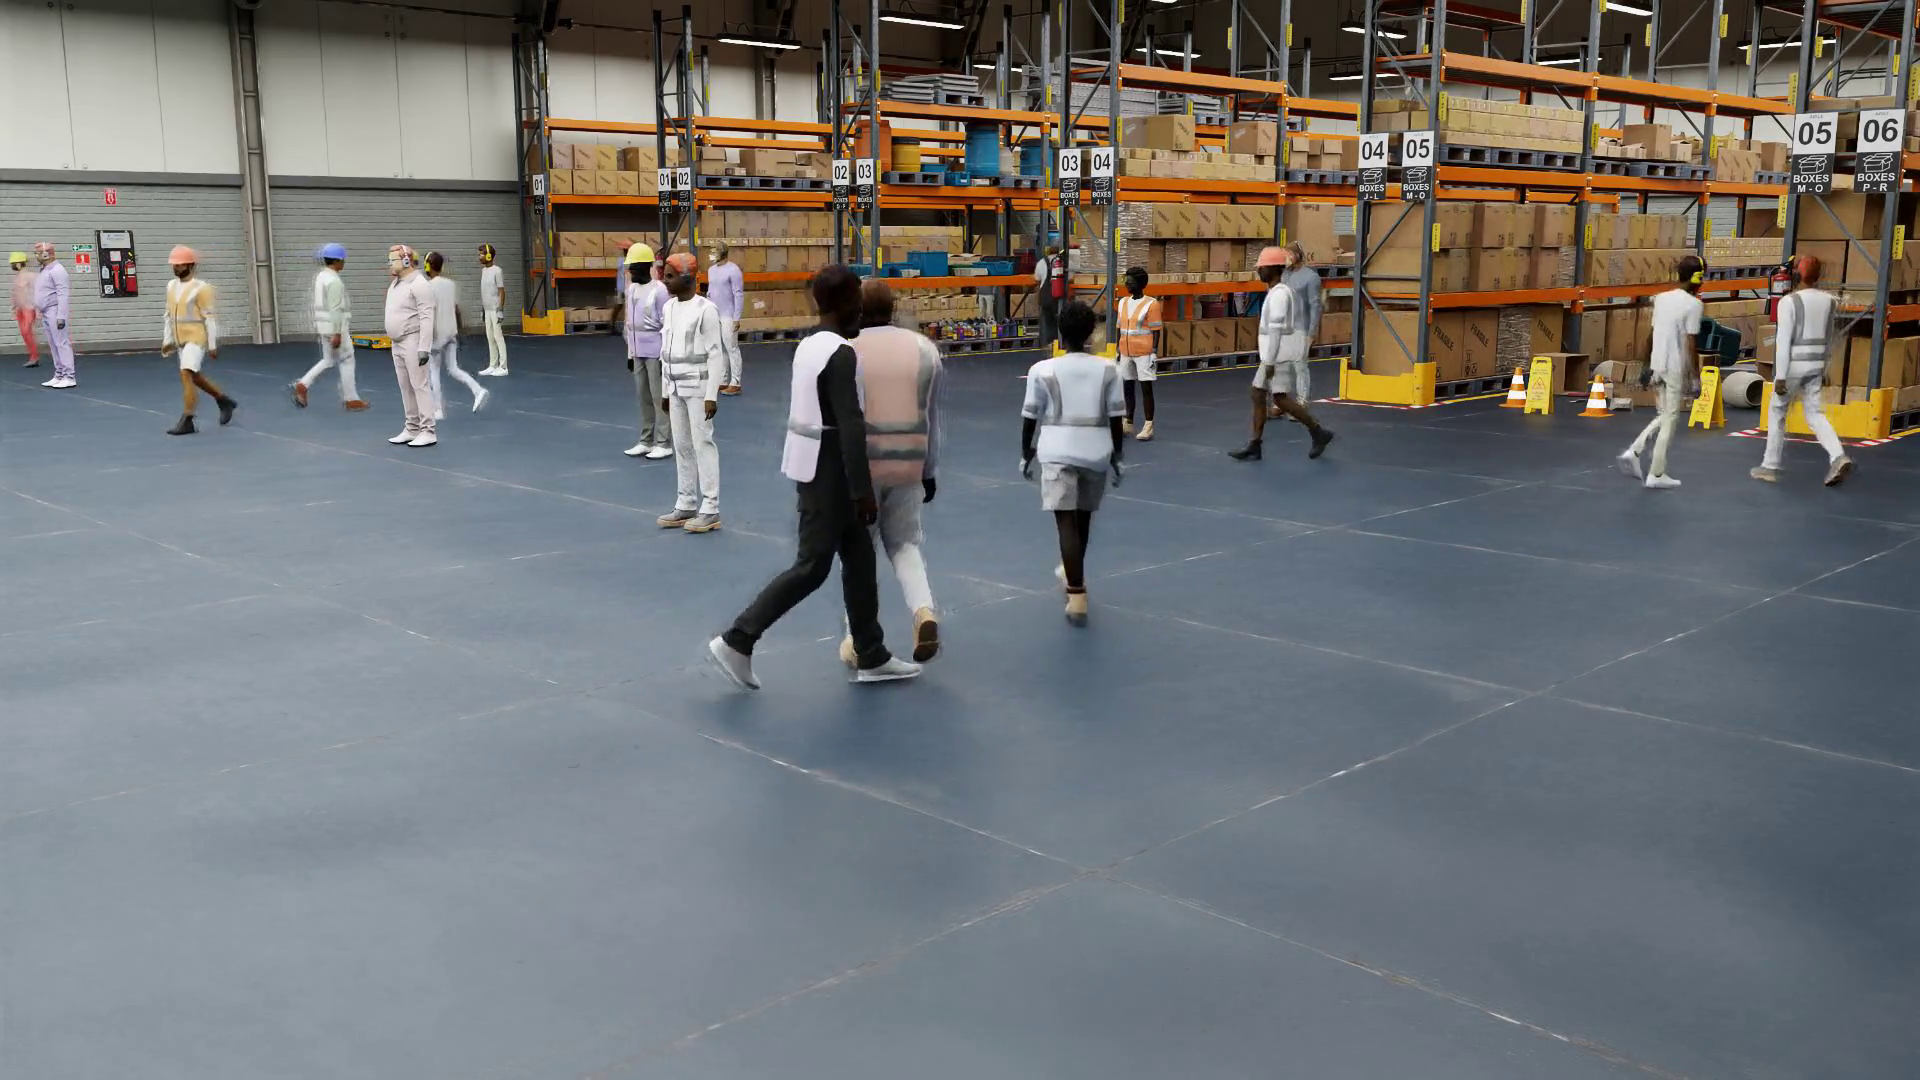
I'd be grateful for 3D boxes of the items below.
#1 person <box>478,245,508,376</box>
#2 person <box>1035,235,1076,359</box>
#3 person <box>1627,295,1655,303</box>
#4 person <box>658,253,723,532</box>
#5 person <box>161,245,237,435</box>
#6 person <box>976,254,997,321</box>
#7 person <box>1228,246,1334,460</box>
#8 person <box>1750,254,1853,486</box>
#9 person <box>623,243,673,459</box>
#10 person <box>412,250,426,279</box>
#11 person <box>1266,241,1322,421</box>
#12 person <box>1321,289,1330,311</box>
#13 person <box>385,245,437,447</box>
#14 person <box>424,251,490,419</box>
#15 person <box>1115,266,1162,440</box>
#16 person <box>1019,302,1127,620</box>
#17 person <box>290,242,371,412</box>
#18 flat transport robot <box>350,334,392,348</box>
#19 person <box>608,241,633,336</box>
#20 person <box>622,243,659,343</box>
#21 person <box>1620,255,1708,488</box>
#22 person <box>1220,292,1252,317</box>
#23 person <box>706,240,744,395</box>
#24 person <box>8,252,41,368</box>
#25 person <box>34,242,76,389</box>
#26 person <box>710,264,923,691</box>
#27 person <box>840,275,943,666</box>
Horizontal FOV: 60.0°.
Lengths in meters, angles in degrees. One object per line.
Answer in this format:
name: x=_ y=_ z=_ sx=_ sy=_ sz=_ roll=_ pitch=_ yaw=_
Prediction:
person: x=-6.712 y=-3.290 z=23.848 sx=0.312 sy=1.864 sz=0.535 roll=-10 pitch=15 yaw=-44
person: x=1.487 y=-3.729 z=25.880 sx=0.682 sy=2.000 sz=0.724 roll=5 pitch=12 yaw=27
person: x=11.945 y=-4.264 z=29.309 sx=0.749 sy=1.803 sz=0.625 roll=-7 pitch=12 yaw=-34
person: x=-1.845 y=-1.005 z=11.336 sx=0.337 sy=1.881 sz=0.585 roll=-10 pitch=15 yaw=-44
person: x=-7.854 y=-2.076 z=17.133 sx=0.537 sy=1.915 sz=0.889 roll=5 pitch=12 yaw=27
person: x=0.510 y=-4.805 z=32.737 sx=0.267 sy=1.632 sz=0.507 roll=-10 pitch=15 yaw=-44
person: x=2.891 y=-1.657 z=14.824 sx=0.859 sy=1.913 sz=0.545 roll=1 pitch=10 yaw=7
person: x=6.838 y=-1.365 z=13.390 sx=0.577 sy=1.859 sz=0.877 roll=-3 pitch=11 yaw=-17
person: x=-2.828 y=-1.698 z=14.994 sx=0.383 sy=1.924 sz=0.594 roll=-10 pitch=15 yaw=-44
person: x=-9.523 y=-4.151 z=28.888 sx=0.531 sy=1.748 sz=0.704 roll=3 pitch=11 yaw=15
person: x=3.607 y=-2.266 z=18.061 sx=0.354 sy=1.937 sz=0.635 roll=-10 pitch=15 yaw=-44
person: x=8.403 y=-5.889 z=38.692 sx=0.622 sy=1.609 sz=0.517 roll=-7 pitch=13 yaw=-35
person: x=-5.277 y=-1.851 z=15.886 sx=0.402 sy=1.906 sz=0.652 roll=-10 pitch=15 yaw=-44
person: x=-5.581 y=-2.241 z=18.210 sx=0.779 sy=1.845 sz=0.519 roll=5 pitch=11 yaw=24
person: x=1.741 y=-1.841 z=16.393 sx=0.317 sy=1.698 sz=0.540 roll=-10 pitch=15 yaw=-44
person: x=0.588 y=-0.442 z=8.888 sx=0.551 sy=1.644 sz=0.861 roll=-2 pitch=11 yaw=-12
person: x=-7.207 y=-2.422 z=18.961 sx=0.776 sy=1.928 sz=0.621 roll=-8 pitch=13 yaw=-38
flat transport robot: x=-10.478 y=-3.596 z=29.983 sx=0.652 sy=0.197 sz=1.431 roll=-10 pitch=14 yaw=-44
person: x=-6.683 y=-5.073 z=33.544 sx=0.975 sy=1.880 sz=0.554 roll=-5 pitch=11 yaw=-24
person: x=-4.580 y=-3.306 z=23.866 sx=0.664 sy=1.887 sz=0.464 roll=8 pitch=13 yaw=38
person: x=5.623 y=-1.325 z=13.178 sx=0.474 sy=1.843 sz=0.559 roll=-3 pitch=11 yaw=-15
person: x=4.685 y=-4.196 z=28.307 sx=0.386 sy=2.039 sz=0.615 roll=-10 pitch=15 yaw=-44
person: x=-2.975 y=-2.803 z=20.996 sx=0.349 sy=1.935 sz=0.635 roll=-10 pitch=15 yaw=-44
person: x=-14.263 y=-3.501 z=25.312 sx=0.545 sy=1.749 sz=0.466 roll=5 pitch=11 yaw=25
person: x=-11.987 y=-2.964 z=21.961 sx=0.402 sy=1.904 sz=0.652 roll=-10 pitch=15 yaw=-44
person: x=-0.651 y=-0.269 z=7.344 sx=0.920 sy=1.885 sz=0.602 roll=-3 pitch=11 yaw=-15
person: x=-0.362 y=-0.294 z=7.622 sx=0.636 sy=1.823 sz=0.598 roll=-4 pitch=11 yaw=-23
